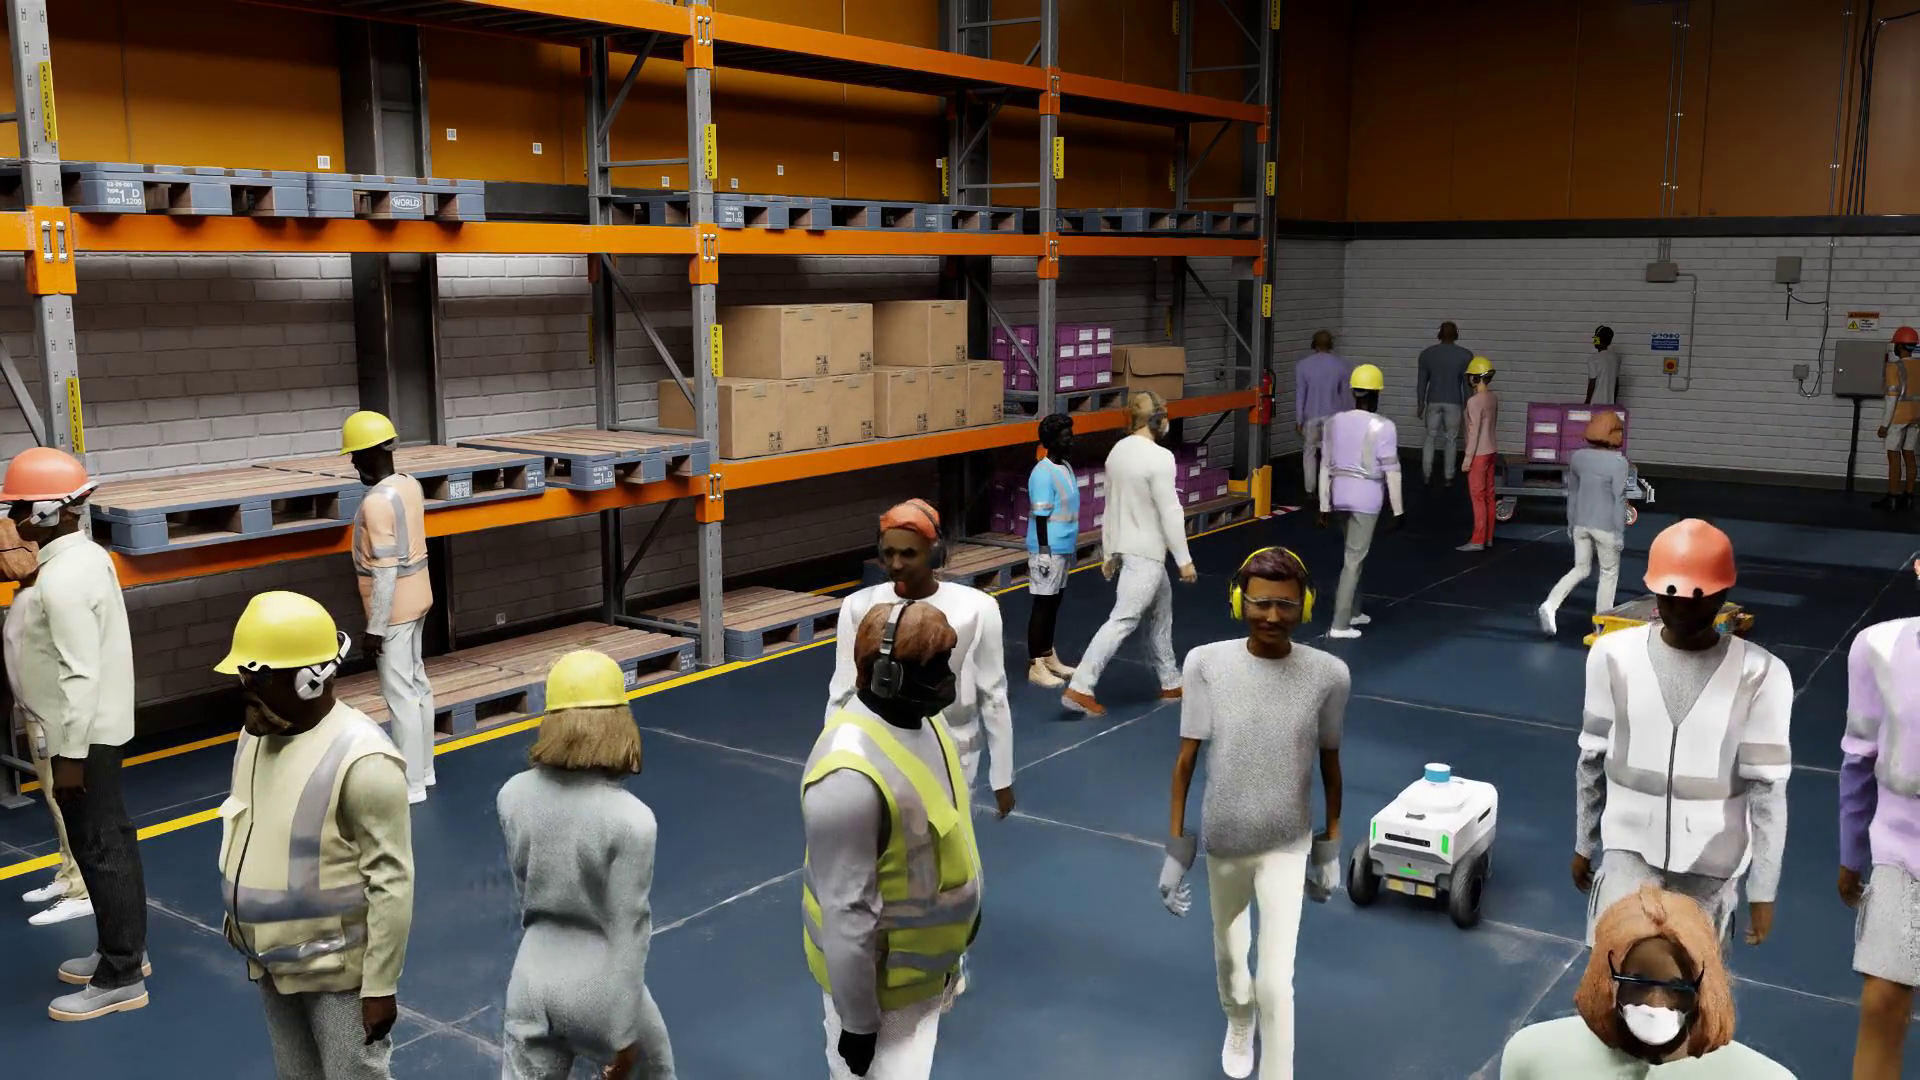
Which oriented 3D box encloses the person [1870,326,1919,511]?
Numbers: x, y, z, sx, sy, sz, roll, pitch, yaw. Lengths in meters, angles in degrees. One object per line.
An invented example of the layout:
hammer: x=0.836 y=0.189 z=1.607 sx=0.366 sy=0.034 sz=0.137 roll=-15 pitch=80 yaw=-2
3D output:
person: x=9.910 y=-1.276 z=17.542 sx=0.542 sy=1.939 sz=0.369 roll=-4 pitch=10 yaw=-21

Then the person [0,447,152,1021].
person: x=-3.084 y=0.667 z=5.801 sx=0.396 sy=1.992 sz=0.623 roll=-4 pitch=10 yaw=-20

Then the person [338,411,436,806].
person: x=-2.751 y=0.335 z=8.012 sx=0.385 sy=1.917 sz=0.584 roll=0 pitch=10 yaw=-2

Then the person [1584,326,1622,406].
person: x=7.498 y=-1.574 z=19.518 sx=0.518 sy=1.873 sz=0.328 roll=-5 pitch=11 yaw=-26

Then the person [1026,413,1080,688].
person: x=0.581 y=0.056 z=10.324 sx=0.316 sy=1.695 sz=0.540 roll=3 pitch=10 yaw=19

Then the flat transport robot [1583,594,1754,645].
flat transport robot: x=4.917 y=0.571 z=11.498 sx=0.652 sy=0.197 sz=1.431 roll=9 pitch=13 yaw=42

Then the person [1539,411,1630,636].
person: x=4.317 y=-0.080 z=11.397 sx=0.629 sy=1.616 sz=0.504 roll=-5 pitch=11 yaw=-27

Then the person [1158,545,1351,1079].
person: x=0.885 y=0.895 z=5.016 sx=0.533 sy=1.832 sz=0.970 roll=2 pitch=10 yaw=13

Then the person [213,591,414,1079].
person: x=-1.618 y=1.024 z=4.162 sx=0.601 sy=1.830 sz=0.403 roll=7 pitch=12 yaw=36

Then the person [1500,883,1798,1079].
person: x=1.193 y=1.349 z=2.904 sx=0.509 sy=1.605 sz=0.758 roll=4 pitch=10 yaw=24

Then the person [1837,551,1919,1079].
person: x=2.594 y=0.898 z=4.384 sx=0.622 sy=2.002 sz=0.950 roll=8 pitch=12 yaw=39

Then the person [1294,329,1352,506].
person: x=3.915 y=-1.329 z=17.982 sx=0.635 sy=1.902 sz=0.936 roll=1 pitch=10 yaw=3

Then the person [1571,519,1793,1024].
person: x=1.993 y=0.896 z=4.663 sx=0.566 sy=1.915 sz=0.627 roll=5 pitch=11 yaw=30

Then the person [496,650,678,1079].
person: x=-0.928 y=1.113 z=4.067 sx=0.485 sy=1.683 sz=0.869 roll=4 pitch=10 yaw=21

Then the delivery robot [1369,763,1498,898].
delivery robot: x=1.956 y=1.164 z=6.847 sx=0.477 sy=0.478 sz=0.707 roll=6 pitch=11 yaw=33

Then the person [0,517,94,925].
person: x=-3.664 y=0.709 z=6.650 sx=0.270 sy=1.627 sz=0.503 roll=-7 pitch=12 yaw=-35

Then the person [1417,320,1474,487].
person: x=5.647 y=-1.582 z=19.370 sx=0.636 sy=1.937 sz=0.393 roll=5 pitch=11 yaw=26

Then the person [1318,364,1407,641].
person: x=2.830 y=-0.265 z=11.601 sx=0.785 sy=1.902 sz=0.588 roll=-7 pitch=12 yaw=-37

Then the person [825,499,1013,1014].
person: x=-0.180 y=0.791 z=5.515 sx=0.607 sy=1.836 sz=0.954 roll=4 pitch=10 yaw=22

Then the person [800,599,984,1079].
person: x=-0.160 y=1.043 z=4.071 sx=0.432 sy=1.836 sz=0.618 roll=3 pitch=10 yaw=16

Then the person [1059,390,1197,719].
person: x=1.003 y=0.082 z=9.622 sx=1.018 sy=1.897 sz=0.643 roll=-3 pitch=10 yaw=-18

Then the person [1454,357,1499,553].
person: x=4.677 y=-0.769 z=15.033 sx=0.330 sy=1.768 sz=0.526 roll=8 pitch=12 yaw=39
